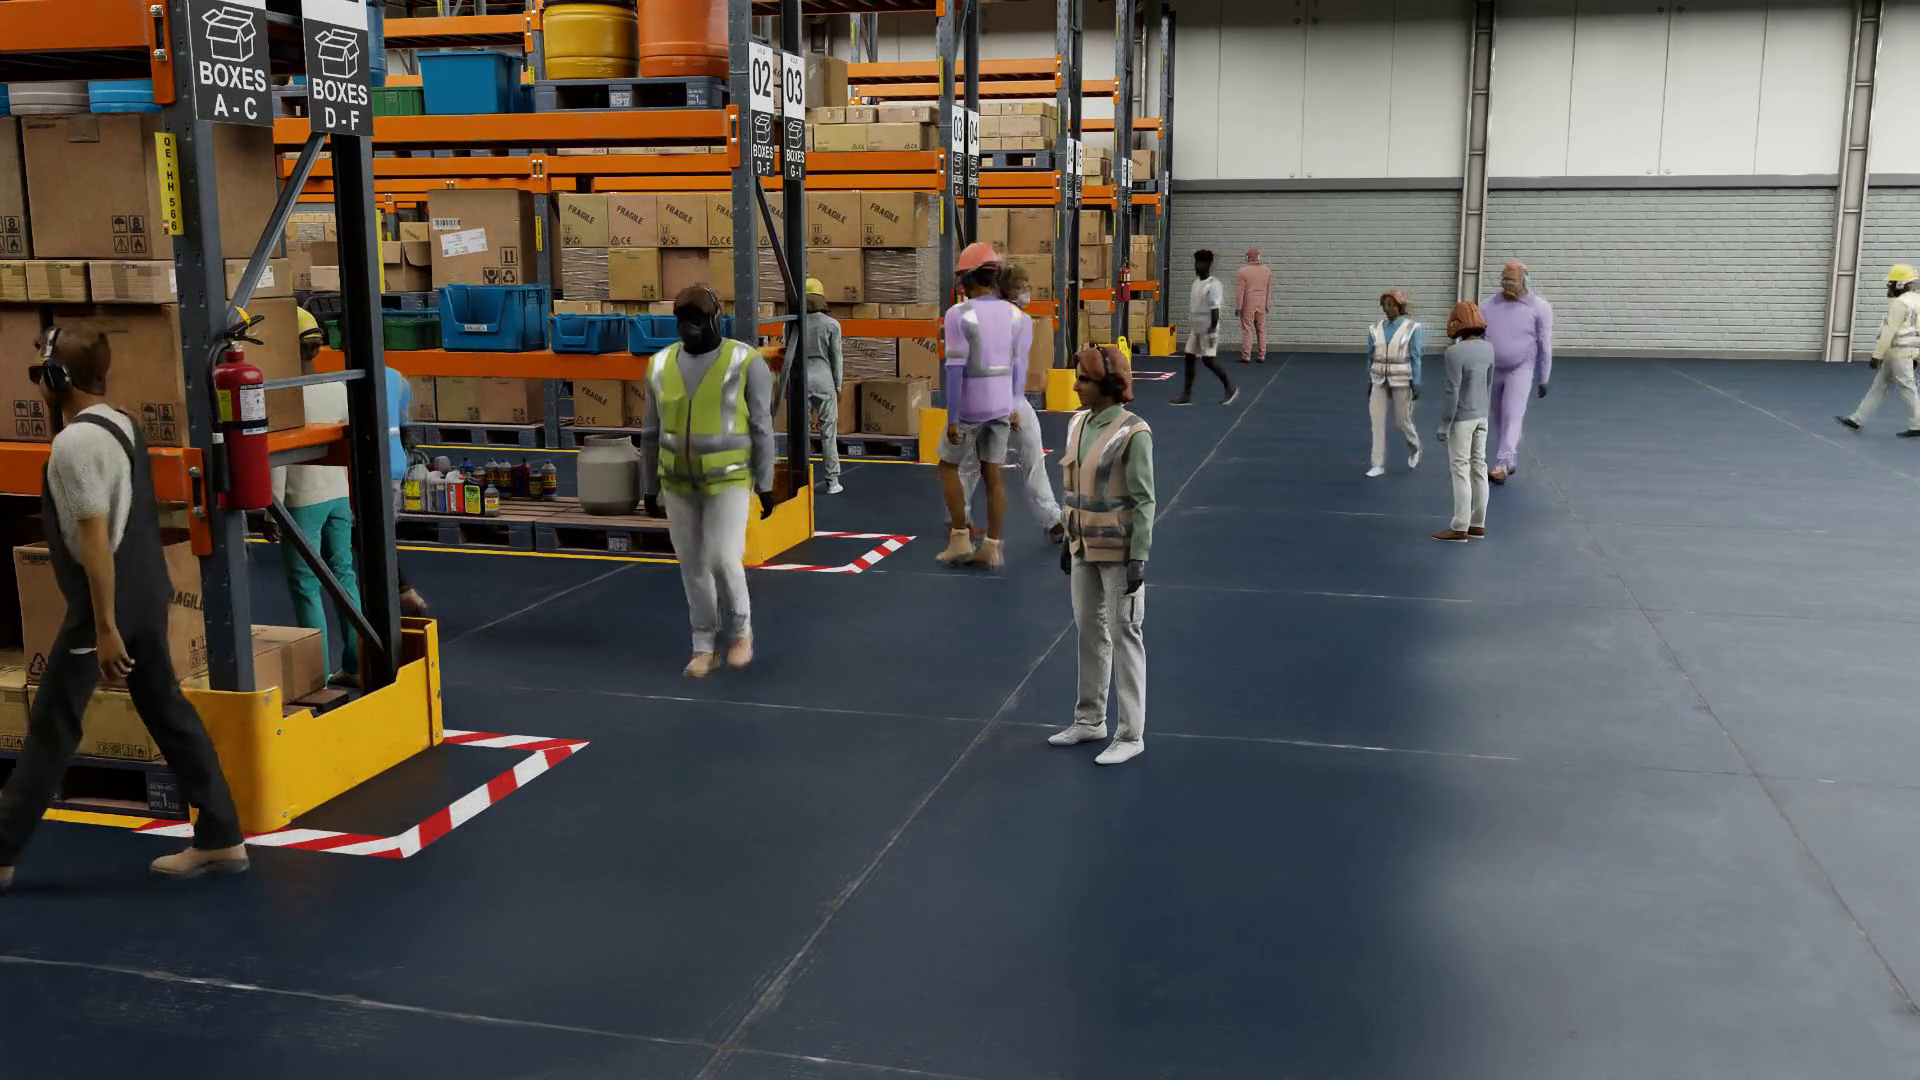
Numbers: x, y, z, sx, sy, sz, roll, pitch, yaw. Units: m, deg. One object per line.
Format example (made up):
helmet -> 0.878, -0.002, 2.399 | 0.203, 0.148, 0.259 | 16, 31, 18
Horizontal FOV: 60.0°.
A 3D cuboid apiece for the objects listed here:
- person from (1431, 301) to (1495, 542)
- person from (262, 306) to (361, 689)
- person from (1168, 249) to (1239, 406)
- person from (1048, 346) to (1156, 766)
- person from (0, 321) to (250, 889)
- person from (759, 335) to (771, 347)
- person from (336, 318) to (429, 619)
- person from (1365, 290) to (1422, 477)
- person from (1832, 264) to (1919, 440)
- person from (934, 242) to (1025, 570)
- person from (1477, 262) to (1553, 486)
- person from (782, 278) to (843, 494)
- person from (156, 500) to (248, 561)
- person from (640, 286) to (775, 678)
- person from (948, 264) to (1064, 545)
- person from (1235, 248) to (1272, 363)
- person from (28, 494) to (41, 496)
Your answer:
person -> 3.425, -0.801, 11.300 | 0.501, 1.633, 0.289 | -8, 13, -38
person -> -2.911, -0.162, 7.422 | 0.341, 1.757, 0.518 | 3, 11, 18
person -> 3.028, -2.615, 20.504 | 0.775, 1.949, 0.632 | -4, 11, -20
person -> 0.566, 0.059, 6.528 | 0.310, 1.636, 0.523 | -6, 12, -31
person -> -2.763, 0.221, 5.215 | 0.973, 1.784, 0.532 | -1, 10, -6
person -> -2.283, -2.448, 19.329 | 0.404, 2.037, 0.605 | -1, 10, -3
person -> -3.068, -0.355, 8.713 | 0.680, 1.682, 0.541 | 4, 11, 19
person -> 3.791, -1.366, 14.466 | 0.523, 1.616, 0.658 | 8, 13, 39
person -> 9.597, -1.943, 17.202 | 0.950, 1.778, 0.615 | 8, 13, 36
person -> 0.082, -0.823, 10.349 | 0.620, 2.019, 0.589 | -8, 13, -37
person -> 4.609, -1.406, 14.058 | 0.650, 1.853, 0.981 | 8, 13, 39
person -> -1.180, -1.235, 13.425 | 0.484, 1.736, 0.306 | 0, 10, 1
person -> -4.973, -0.732, 10.463 | 0.933, 1.794, 0.638 | 2, 10, 10
person -> -1.189, -0.256, 7.729 | 0.656, 1.830, 0.448 | 3, 11, 15
person -> 0.338, -0.889, 11.108 | 1.065, 1.872, 0.624 | 8, 13, 36
person -> 4.861, -3.892, 27.695 | 0.643, 1.901, 0.400 | -3, 11, -19
person -> -4.167, -0.297, 7.896 | 0.721, 1.864, 0.580 | 2, 10, 10
